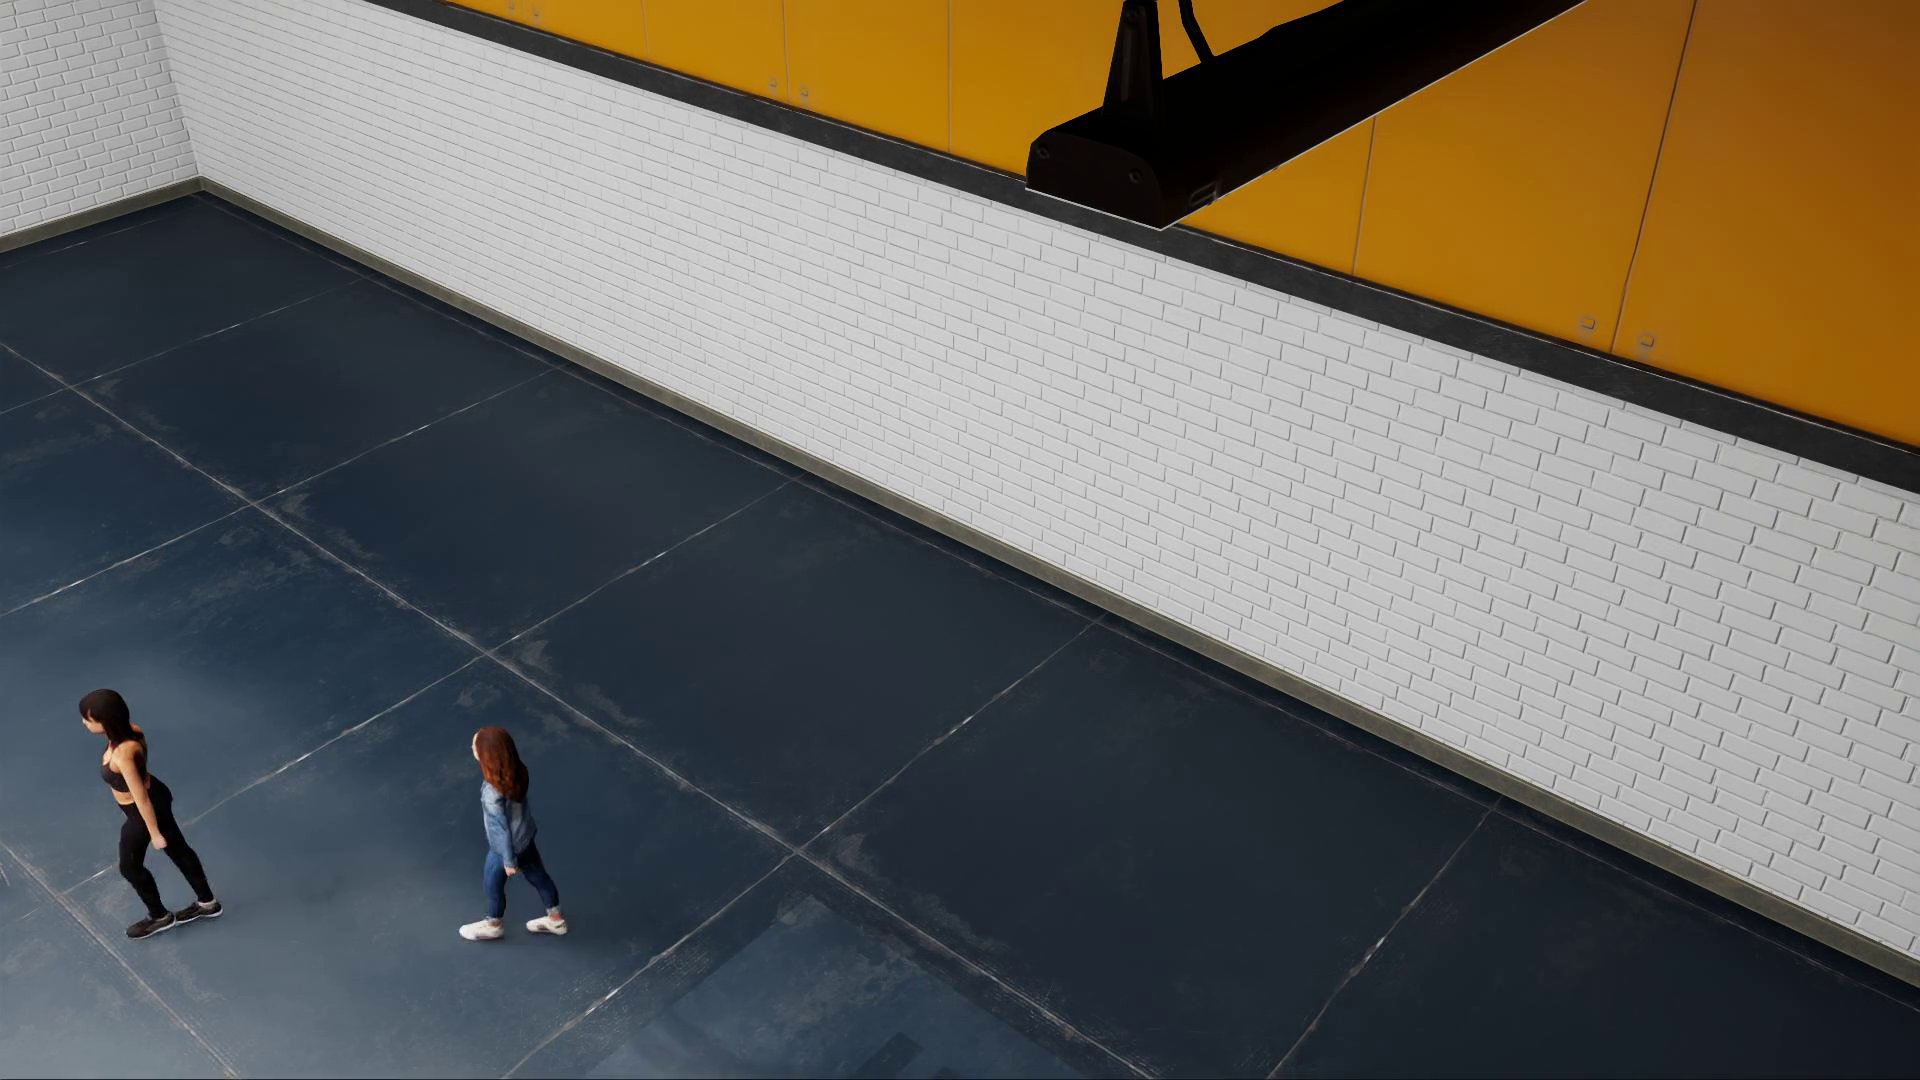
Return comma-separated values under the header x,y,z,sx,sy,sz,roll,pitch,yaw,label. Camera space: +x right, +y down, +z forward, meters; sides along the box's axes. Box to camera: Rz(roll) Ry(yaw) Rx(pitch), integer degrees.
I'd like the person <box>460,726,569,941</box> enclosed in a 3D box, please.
x,y,z,sx,sy,sz,roll,pitch,yaw,label
-2.328,1.603,8.925,0.890,1.458,0.863,3,34,4,person

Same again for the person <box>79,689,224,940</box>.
x,y,z,sx,sy,sz,roll,pitch,yaw,label
-4.307,1.456,8.995,0.839,1.626,0.751,-10,35,-15,person
